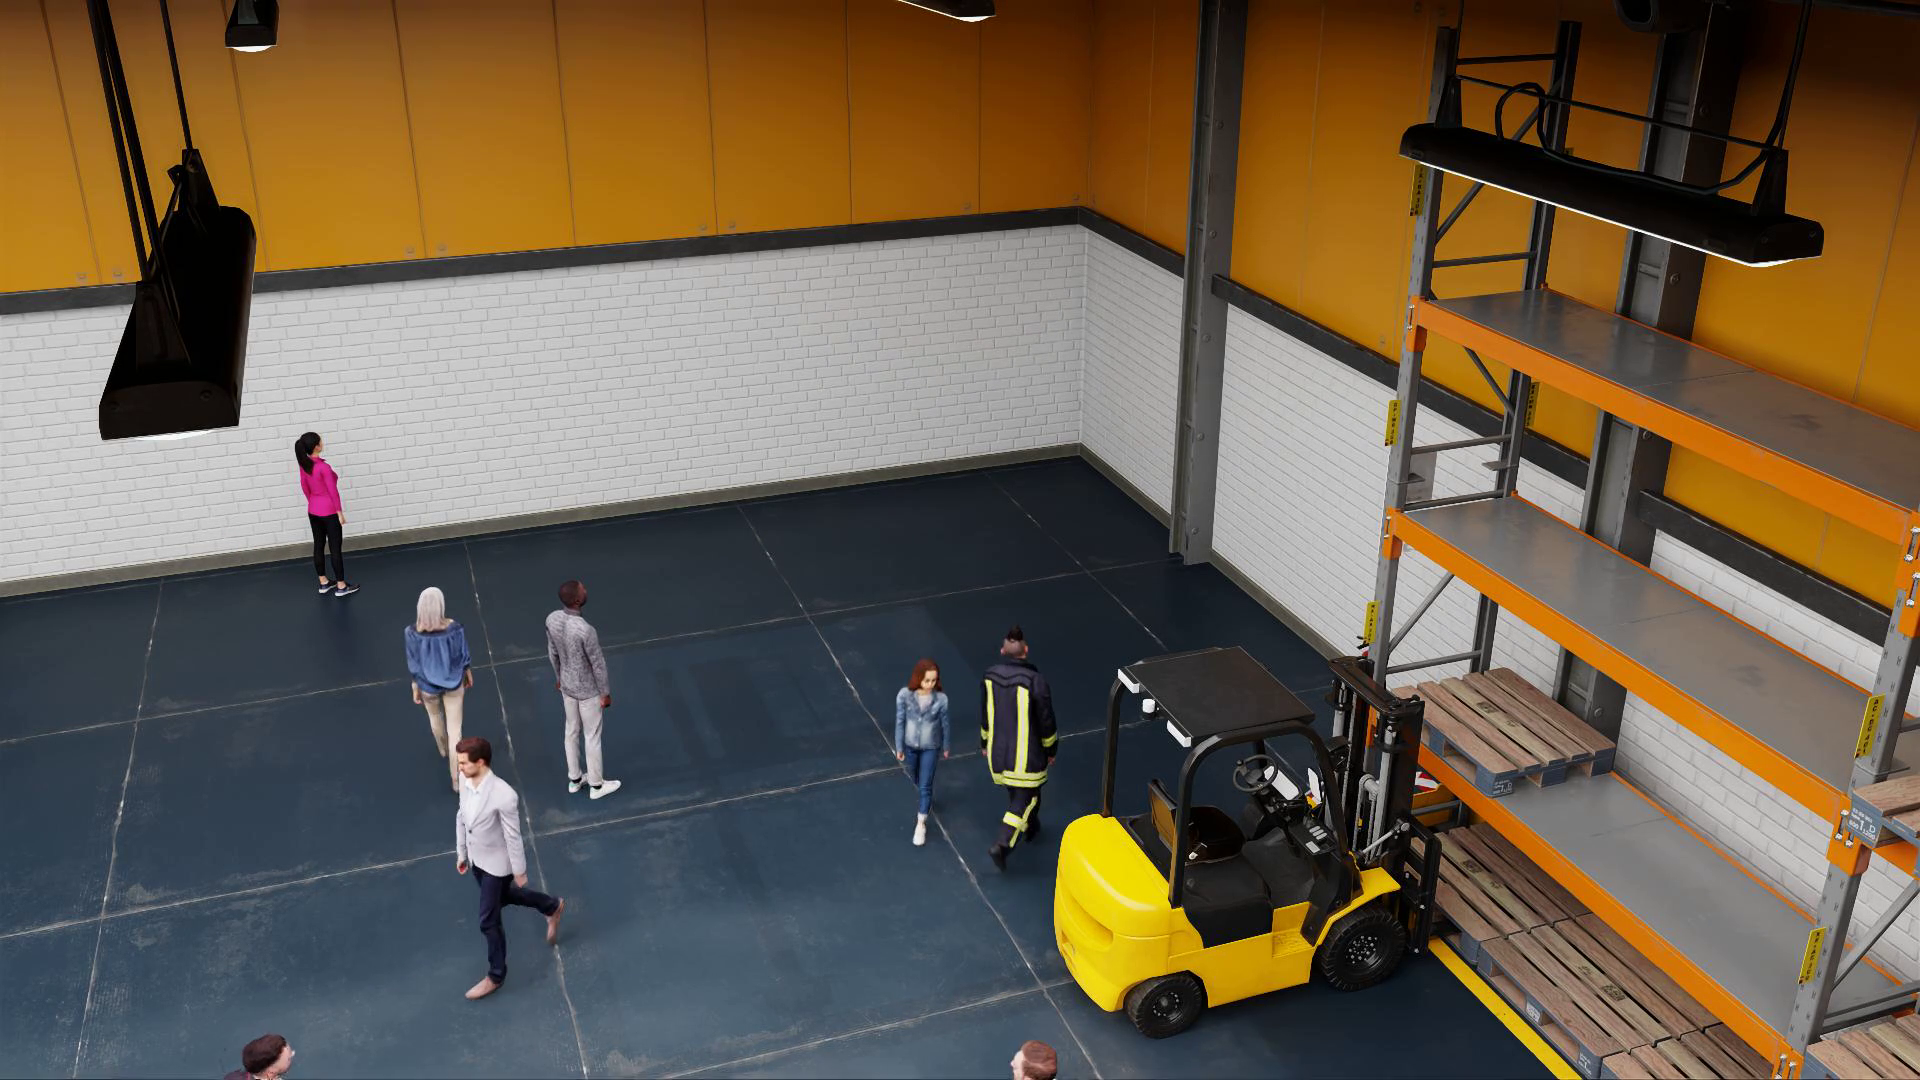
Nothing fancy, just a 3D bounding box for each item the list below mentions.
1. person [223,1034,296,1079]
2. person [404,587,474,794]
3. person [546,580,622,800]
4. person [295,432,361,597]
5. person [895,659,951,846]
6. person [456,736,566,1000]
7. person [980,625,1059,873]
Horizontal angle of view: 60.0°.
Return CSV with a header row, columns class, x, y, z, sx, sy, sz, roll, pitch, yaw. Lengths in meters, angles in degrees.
class,x,y,z,sx,sy,sz,roll,pitch,yaw
person,-3.445,3.226,8.336,1.027,1.819,1.099,8,25,18
person,-4.093,1.212,13.137,0.706,1.663,1.057,-6,24,-13
person,-2.986,1.157,13.046,0.718,1.837,0.820,14,27,30
person,-6.313,-0.269,16.482,0.686,1.698,0.749,11,26,24
person,-0.283,1.528,12.668,0.838,1.460,0.997,5,24,12
person,-3.008,2.073,10.981,1.168,1.812,1.055,20,30,38
person,0.390,1.550,12.163,1.151,1.825,1.161,18,29,35
